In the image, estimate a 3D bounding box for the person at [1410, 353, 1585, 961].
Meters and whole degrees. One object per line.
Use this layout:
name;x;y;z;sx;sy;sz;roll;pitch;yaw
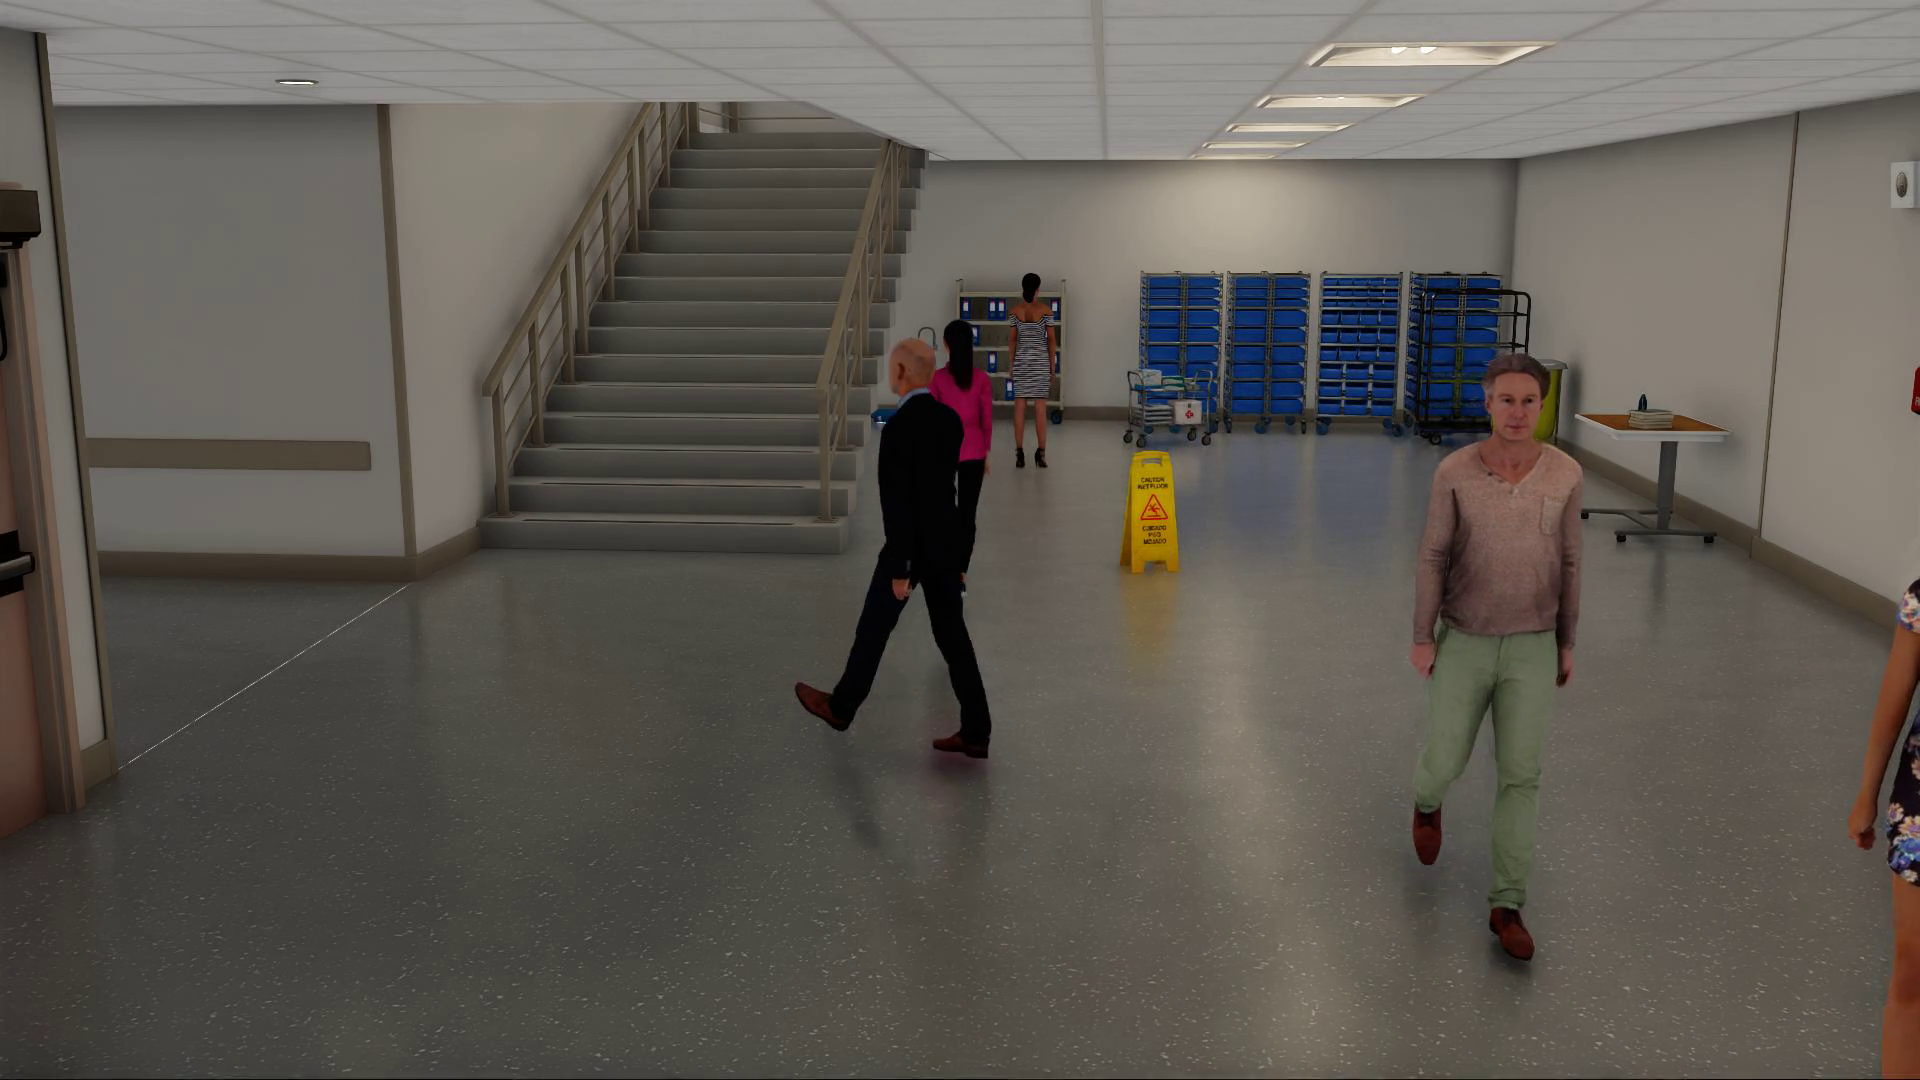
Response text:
person;1.711;0.335;5.378;0.667;1.852;1.058;1;11;5

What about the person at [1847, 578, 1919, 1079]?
person;2.458;0.667;4.036;0.879;1.700;1.081;6;12;29

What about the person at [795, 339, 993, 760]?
person;-0.097;0.084;6.966;1.177;1.752;1.224;8;13;36

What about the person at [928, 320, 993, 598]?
person;0.001;-0.470;10.064;0.652;1.687;0.737;-1;11;-7

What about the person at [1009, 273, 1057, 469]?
person;0.664;-1.593;15.615;0.643;1.822;0.587;3;11;15
